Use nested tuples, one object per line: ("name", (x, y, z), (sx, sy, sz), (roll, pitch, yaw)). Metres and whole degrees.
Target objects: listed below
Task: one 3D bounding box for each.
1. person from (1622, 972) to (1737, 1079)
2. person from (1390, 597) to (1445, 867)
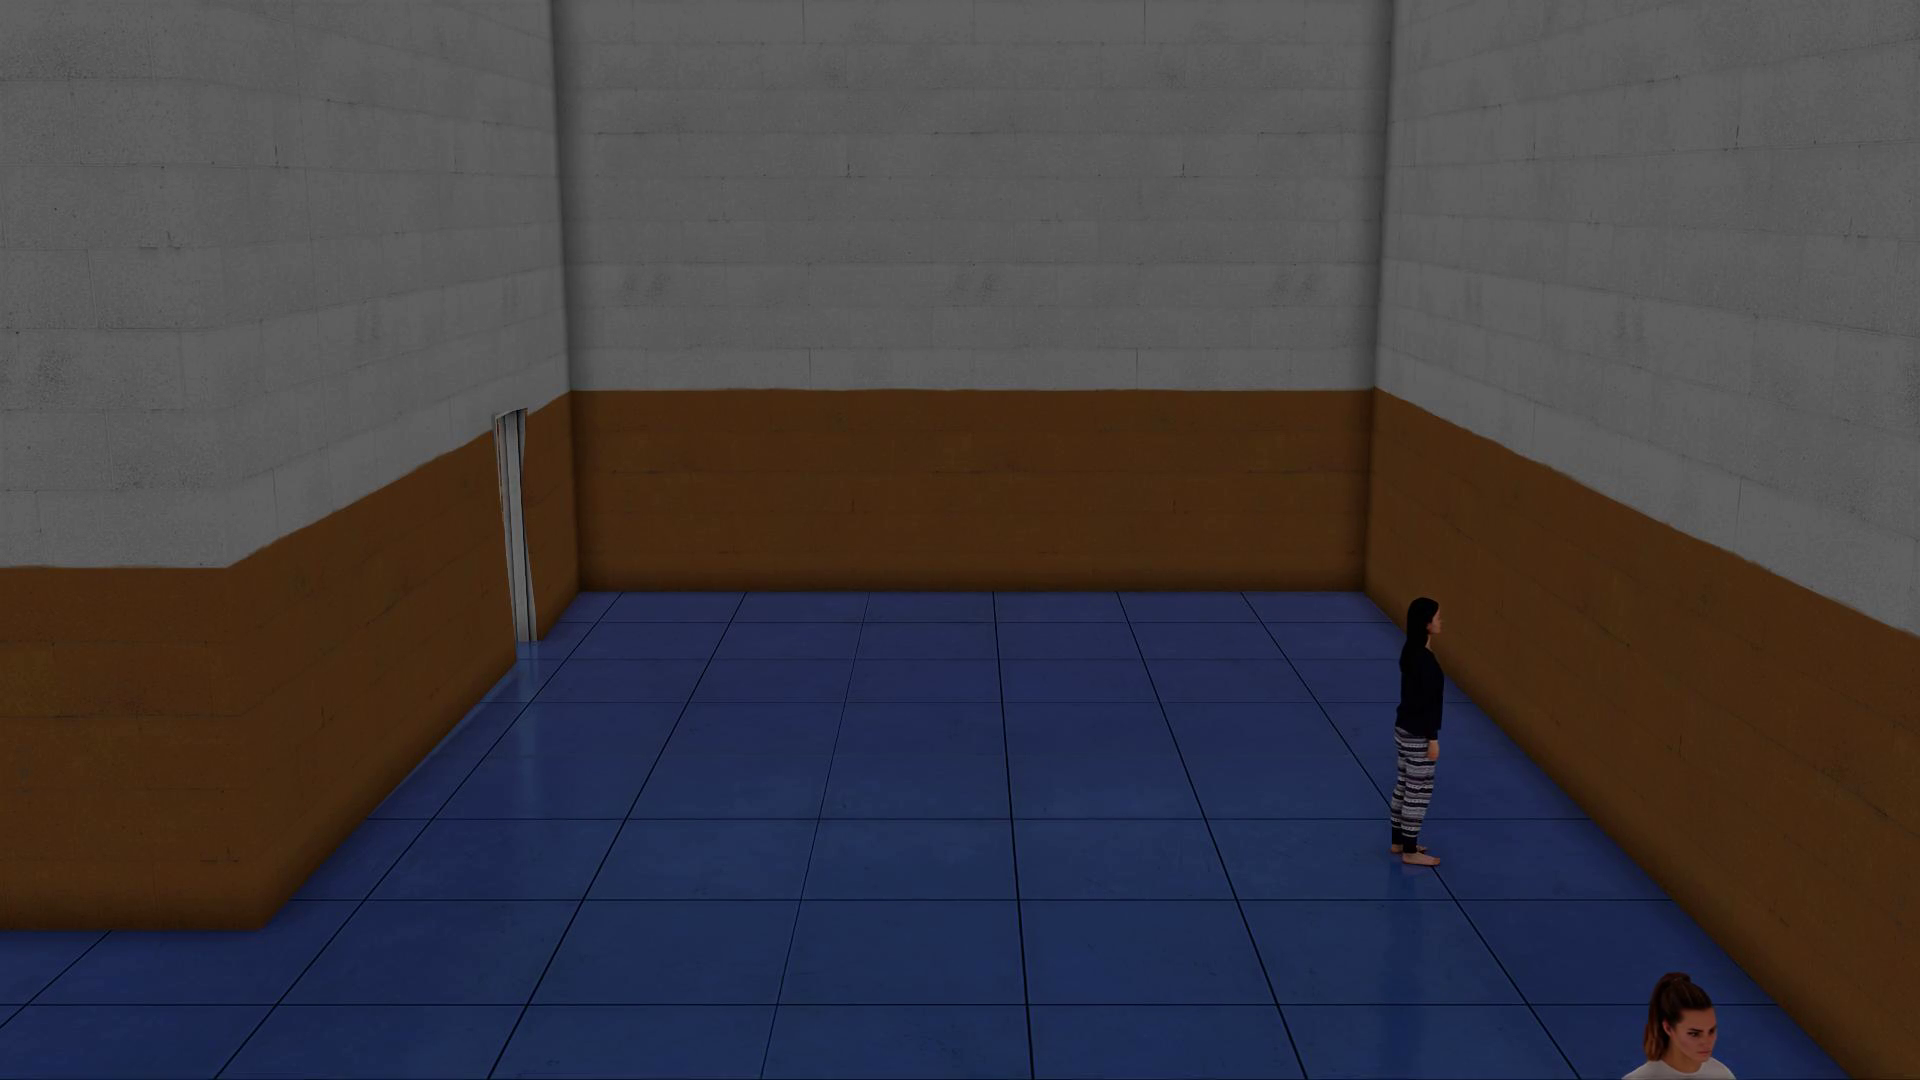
("person", (2.368, 2.282, 5.579), (0.569, 1.720, 0.726), (-4, 12, -16))
("person", (2.924, 1.209, 10.641), (0.524, 1.734, 0.614), (-1, 12, -4))
